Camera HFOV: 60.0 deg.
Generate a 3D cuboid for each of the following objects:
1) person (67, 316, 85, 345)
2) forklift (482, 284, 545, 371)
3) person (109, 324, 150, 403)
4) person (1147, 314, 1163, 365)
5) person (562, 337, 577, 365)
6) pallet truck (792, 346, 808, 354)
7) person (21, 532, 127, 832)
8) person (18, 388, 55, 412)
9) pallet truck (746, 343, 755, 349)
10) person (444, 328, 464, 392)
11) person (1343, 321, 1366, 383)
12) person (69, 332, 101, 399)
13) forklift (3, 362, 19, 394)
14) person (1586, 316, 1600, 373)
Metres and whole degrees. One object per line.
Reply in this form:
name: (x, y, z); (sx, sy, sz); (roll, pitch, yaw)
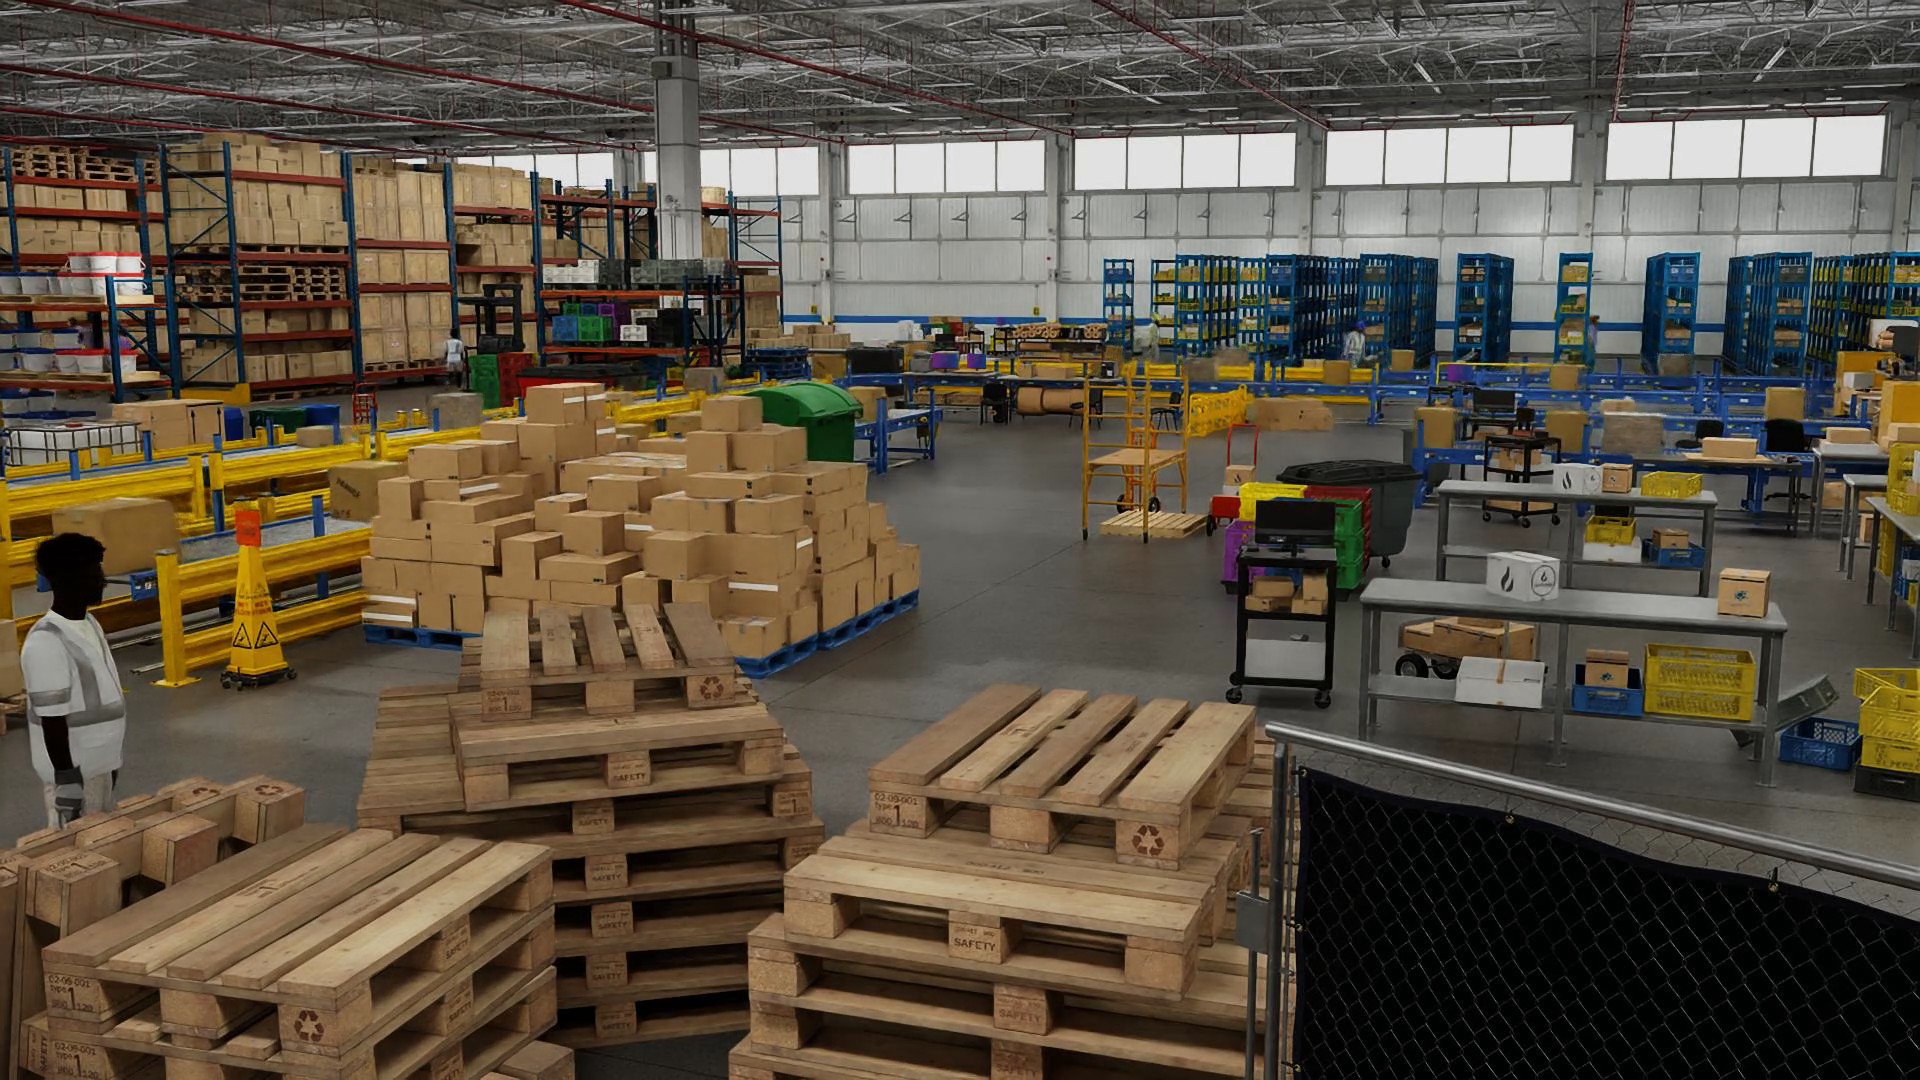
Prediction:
person: (-24.831, -5.362, 46.860); (0.642, 1.903, 0.954); (6, 11, 35)
forklift: (-10.832, -4.702, 39.610); (1.129, 2.768, 1.873); (3, 10, 20)
person: (-19.947, -4.220, 39.725); (0.559, 1.880, 1.053); (5, 10, 26)
person: (6.318, -6.331, 53.202); (0.838, 1.793, 0.604); (2, 9, 11)
person: (-8.783, -3.760, 37.350); (0.916, 1.720, 0.540); (-5, 11, -31)
pallet truck: (-3.705, -4.298, 42.022); (0.653, 1.274, 1.630); (3, 10, 20)
person: (-3.731, 0.936, 7.071); (0.361, 1.964, 0.613); (-2, 9, -14)
person: (-15.239, -2.238, 27.451); (0.620, 1.820, 0.418); (1, 9, 9)
pallet truck: (-6.183, -4.618, 44.264); (1.601, 1.201, 0.680); (-9, 12, -43)
person: (-13.064, -4.634, 42.930); (0.540, 1.677, 0.521); (2, 9, 12)
person: (10.047, -4.649, 42.417); (0.627, 1.889, 0.918); (-7, 11, -38)
person: (-21.624, -4.302, 40.956); (0.551, 1.634, 0.916); (5, 10, 29)
forklift: (-21.547, -4.207, 36.501); (1.873, 2.768, 1.129); (-6, 11, -35)
person: (18.791, -5.768, 49.586); (0.501, 1.834, 0.564); (4, 10, 26)
